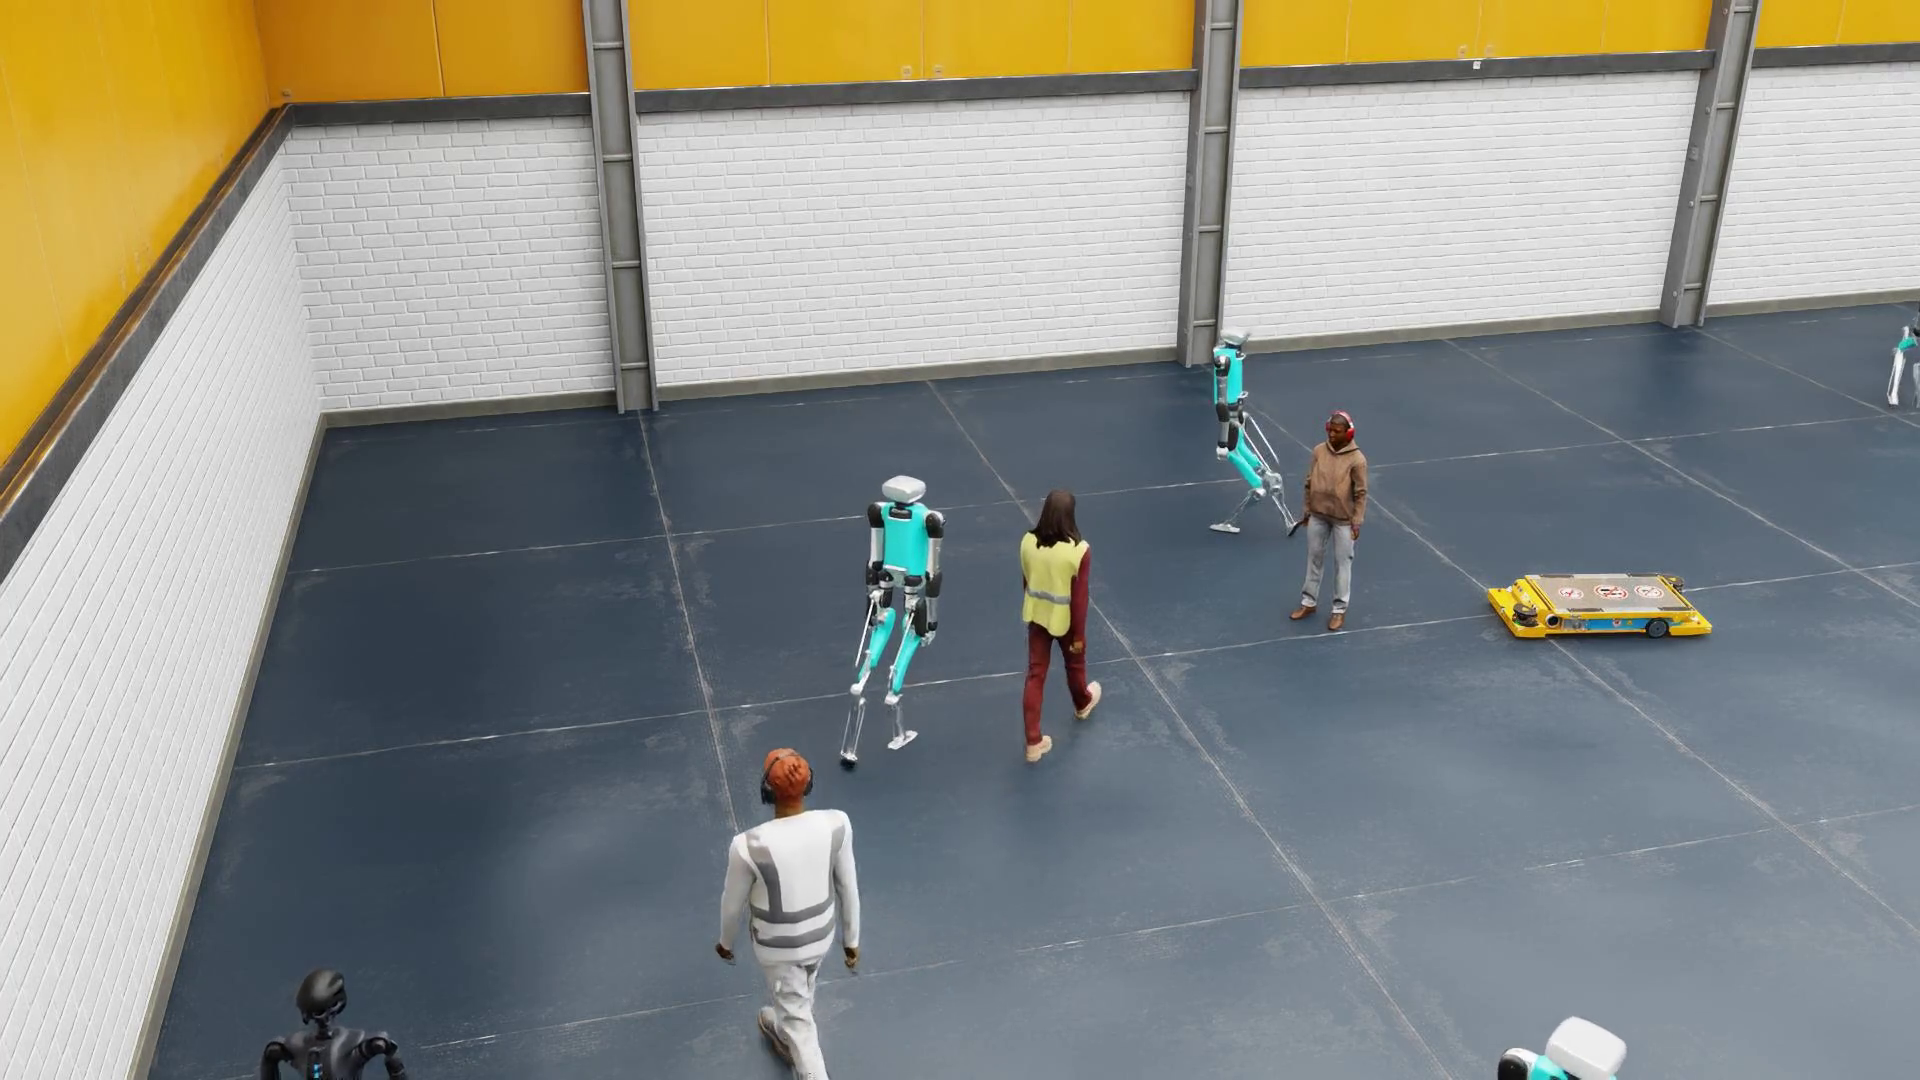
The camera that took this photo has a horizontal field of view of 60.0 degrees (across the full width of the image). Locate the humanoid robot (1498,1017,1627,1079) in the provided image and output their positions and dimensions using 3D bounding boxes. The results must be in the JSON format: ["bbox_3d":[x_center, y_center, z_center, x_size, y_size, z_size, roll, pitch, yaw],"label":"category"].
[{"bbox_3d":[1.973,2.538,5.757,0.541,1.747,0.870,15,28,30],"label":"humanoid robot"}]

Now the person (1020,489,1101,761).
[{"bbox_3d":[0.631,0.476,10.455,0.482,1.722,0.917,12,27,26],"label":"person"}]

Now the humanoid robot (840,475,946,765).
[{"bbox_3d":[-0.492,0.584,10.292,0.550,1.811,0.955,13,27,27],"label":"humanoid robot"}]

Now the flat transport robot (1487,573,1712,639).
[{"bbox_3d":[4.702,0.486,12.255,1.431,0.231,0.659,-1,24,-2],"label":"flat transport robot"}]

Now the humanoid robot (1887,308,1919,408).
[{"bbox_3d":[9.519,-2.070,16.363,0.530,1.873,0.790,-2,24,-4],"label":"humanoid robot"}]

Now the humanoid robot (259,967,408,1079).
[{"bbox_3d":[-2.309,2.347,6.280,0.612,1.639,0.383,-2,24,-4],"label":"humanoid robot"}]

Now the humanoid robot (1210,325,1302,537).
[{"bbox_3d":[2.448,-0.811,13.429,0.903,1.814,0.556,9,25,19],"label":"humanoid robot"}]

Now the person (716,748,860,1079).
[{"bbox_3d":[-0.753,1.767,7.414,0.582,1.835,0.975,-16,28,-31],"label":"person"}]

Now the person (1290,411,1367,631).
[{"bbox_3d":[2.692,-0.153,11.987,0.458,1.650,0.318,17,29,34],"label":"person"}]
